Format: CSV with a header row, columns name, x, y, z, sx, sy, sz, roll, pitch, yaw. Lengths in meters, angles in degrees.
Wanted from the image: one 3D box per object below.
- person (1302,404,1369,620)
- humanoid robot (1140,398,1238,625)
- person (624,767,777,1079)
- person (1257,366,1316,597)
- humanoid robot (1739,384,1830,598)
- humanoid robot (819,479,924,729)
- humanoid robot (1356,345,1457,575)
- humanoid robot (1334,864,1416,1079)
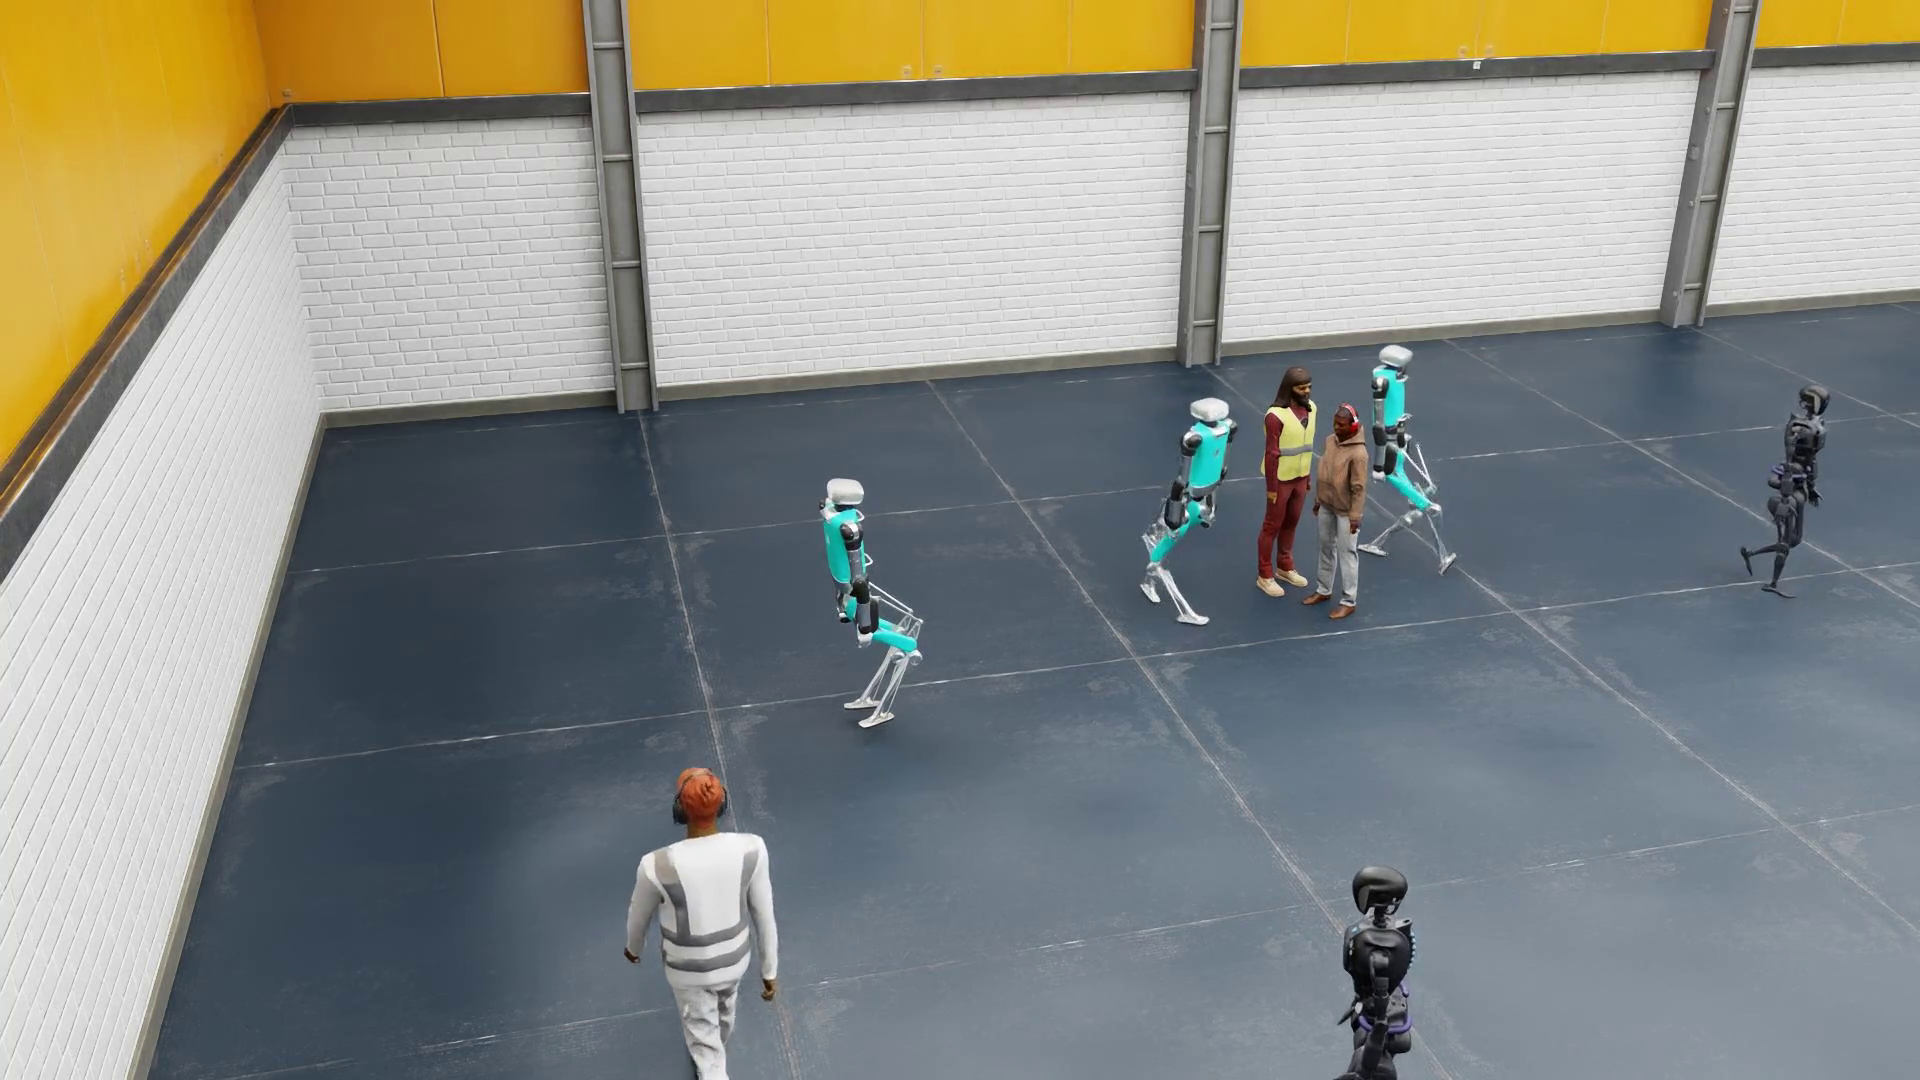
name,x,y,z,sx,sy,sz,roll,pitch,yaw
person,2.788,-0.220,12.154,0.308,1.646,0.464,-12,27,-26
humanoid robot,1.534,-0.262,12.177,0.534,1.747,0.954,-21,31,-39
person,-1.119,1.826,7.281,0.581,1.824,1.015,-13,27,-27
person,2.460,-0.456,12.535,0.472,1.768,0.374,-18,29,-35
humanoid robot,6.201,-0.396,12.514,0.512,1.640,0.592,22,32,40
humanoid robot,-0.501,0.375,10.519,0.735,1.677,0.533,-9,25,-20
humanoid robot,3.608,-0.589,12.911,0.937,1.785,0.536,14,27,29
humanoid robot,1.704,2.059,6.942,0.453,1.642,0.608,4,24,9
